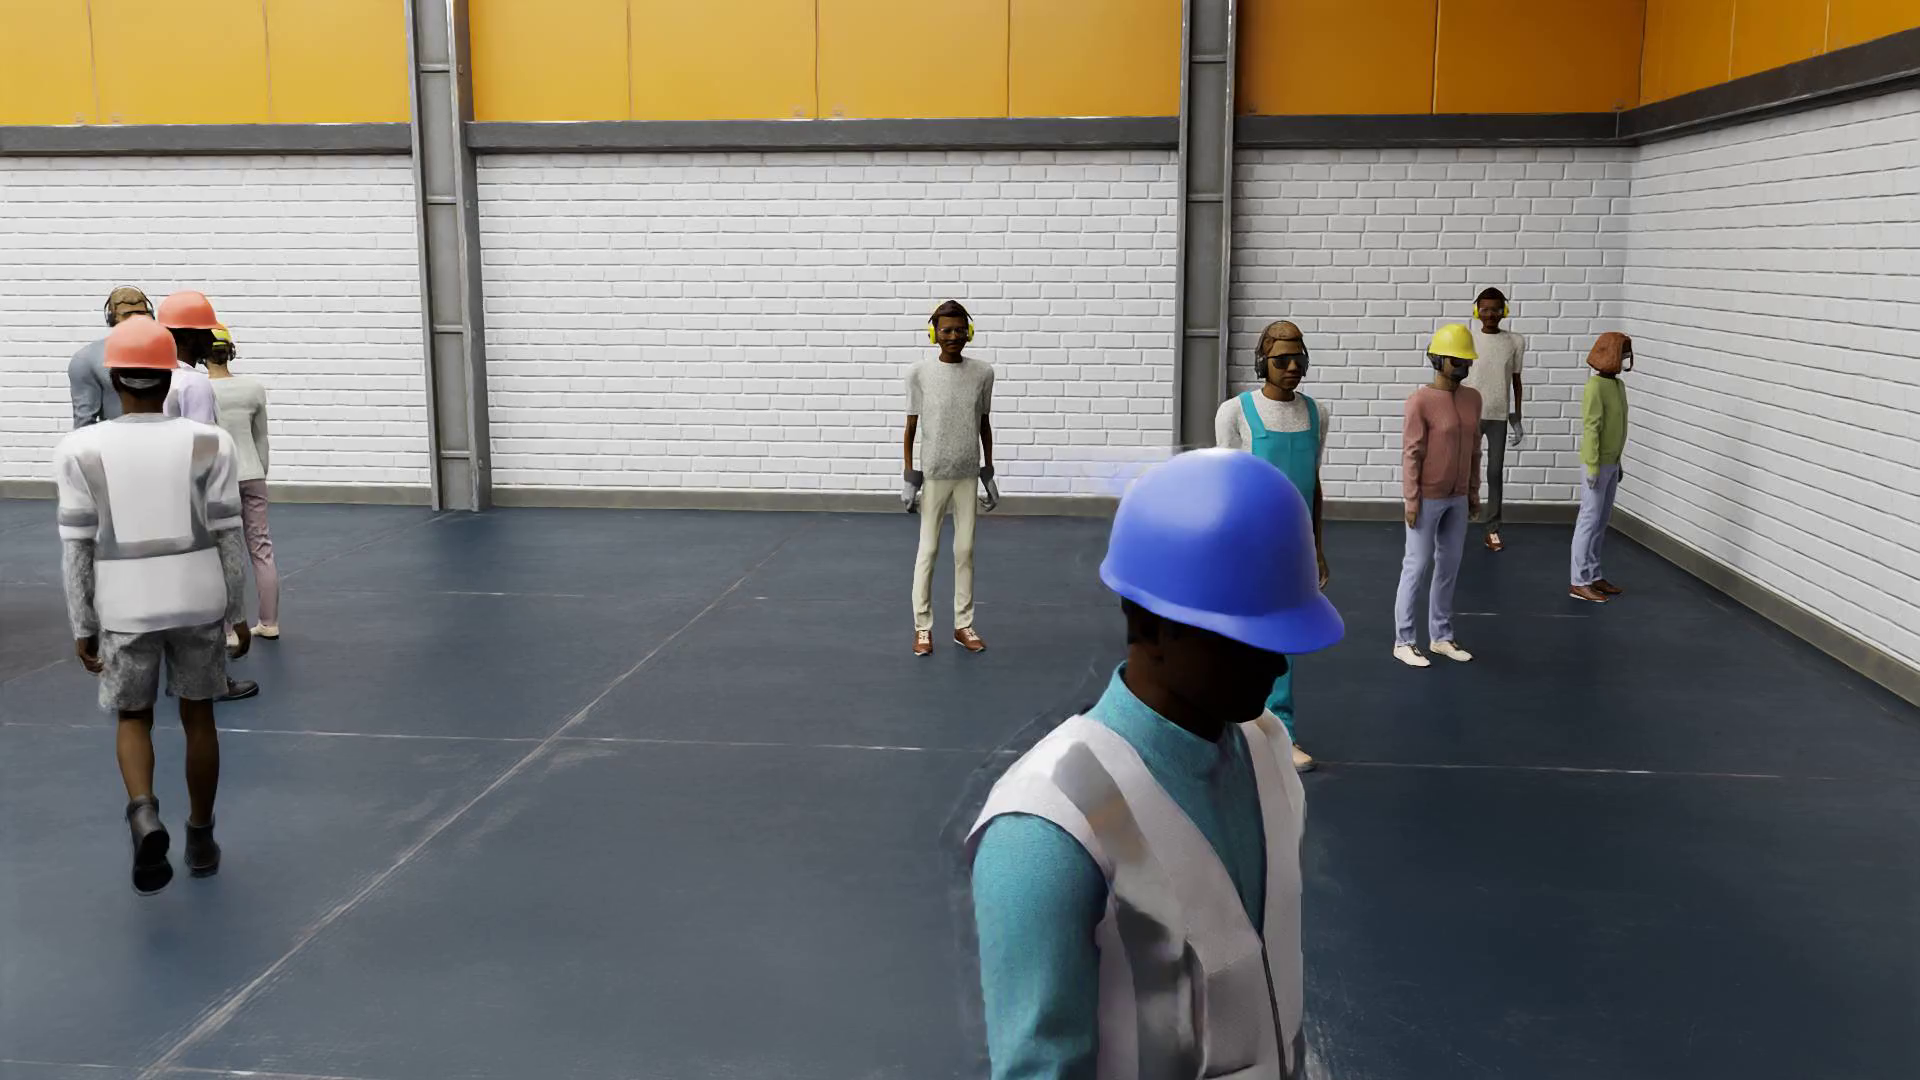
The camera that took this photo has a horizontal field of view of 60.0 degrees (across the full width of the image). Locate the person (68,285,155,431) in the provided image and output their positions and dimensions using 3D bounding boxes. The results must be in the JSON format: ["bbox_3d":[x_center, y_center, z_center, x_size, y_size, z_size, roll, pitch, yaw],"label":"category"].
[{"bbox_3d":[-4.412,-0.393,8.953,0.354,1.937,0.635,9,13,41],"label":"person"}]

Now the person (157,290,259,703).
[{"bbox_3d":[-3.606,-0.202,7.862,0.552,1.935,0.374,8,13,39],"label":"person"}]

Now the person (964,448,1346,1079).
[{"bbox_3d":[0.181,0.817,2.128,0.717,1.912,0.619,8,12,37],"label":"person"}]

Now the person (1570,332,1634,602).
[{"bbox_3d":[3.927,-0.450,10.152,0.274,1.632,0.507,8,13,38],"label":"person"}]

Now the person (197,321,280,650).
[{"bbox_3d":[-3.923,-0.295,8.896,0.329,1.765,0.525,6,11,29],"label":"person"}]

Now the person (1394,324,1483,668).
[{"bbox_3d":[2.468,-0.222,8.499,0.521,1.759,0.345,-6,12,-32],"label":"person"}]

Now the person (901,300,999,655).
[{"bbox_3d":[-0.048,-0.326,8.773,0.534,1.868,0.309,-3,10,-17],"label":"person"}]

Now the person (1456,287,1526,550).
[{"bbox_3d":[3.727,-0.854,11.794,0.533,1.868,0.310,2,10,11],"label":"person"}]

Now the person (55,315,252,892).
[{"bbox_3d":[-2.629,0.230,5.464,0.550,1.920,0.620,-4,11,-24],"label":"person"}]

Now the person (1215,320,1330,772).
[{"bbox_3d":[1.262,0.040,6.740,0.506,1.847,0.346,-3,10,-19],"label":"person"}]
